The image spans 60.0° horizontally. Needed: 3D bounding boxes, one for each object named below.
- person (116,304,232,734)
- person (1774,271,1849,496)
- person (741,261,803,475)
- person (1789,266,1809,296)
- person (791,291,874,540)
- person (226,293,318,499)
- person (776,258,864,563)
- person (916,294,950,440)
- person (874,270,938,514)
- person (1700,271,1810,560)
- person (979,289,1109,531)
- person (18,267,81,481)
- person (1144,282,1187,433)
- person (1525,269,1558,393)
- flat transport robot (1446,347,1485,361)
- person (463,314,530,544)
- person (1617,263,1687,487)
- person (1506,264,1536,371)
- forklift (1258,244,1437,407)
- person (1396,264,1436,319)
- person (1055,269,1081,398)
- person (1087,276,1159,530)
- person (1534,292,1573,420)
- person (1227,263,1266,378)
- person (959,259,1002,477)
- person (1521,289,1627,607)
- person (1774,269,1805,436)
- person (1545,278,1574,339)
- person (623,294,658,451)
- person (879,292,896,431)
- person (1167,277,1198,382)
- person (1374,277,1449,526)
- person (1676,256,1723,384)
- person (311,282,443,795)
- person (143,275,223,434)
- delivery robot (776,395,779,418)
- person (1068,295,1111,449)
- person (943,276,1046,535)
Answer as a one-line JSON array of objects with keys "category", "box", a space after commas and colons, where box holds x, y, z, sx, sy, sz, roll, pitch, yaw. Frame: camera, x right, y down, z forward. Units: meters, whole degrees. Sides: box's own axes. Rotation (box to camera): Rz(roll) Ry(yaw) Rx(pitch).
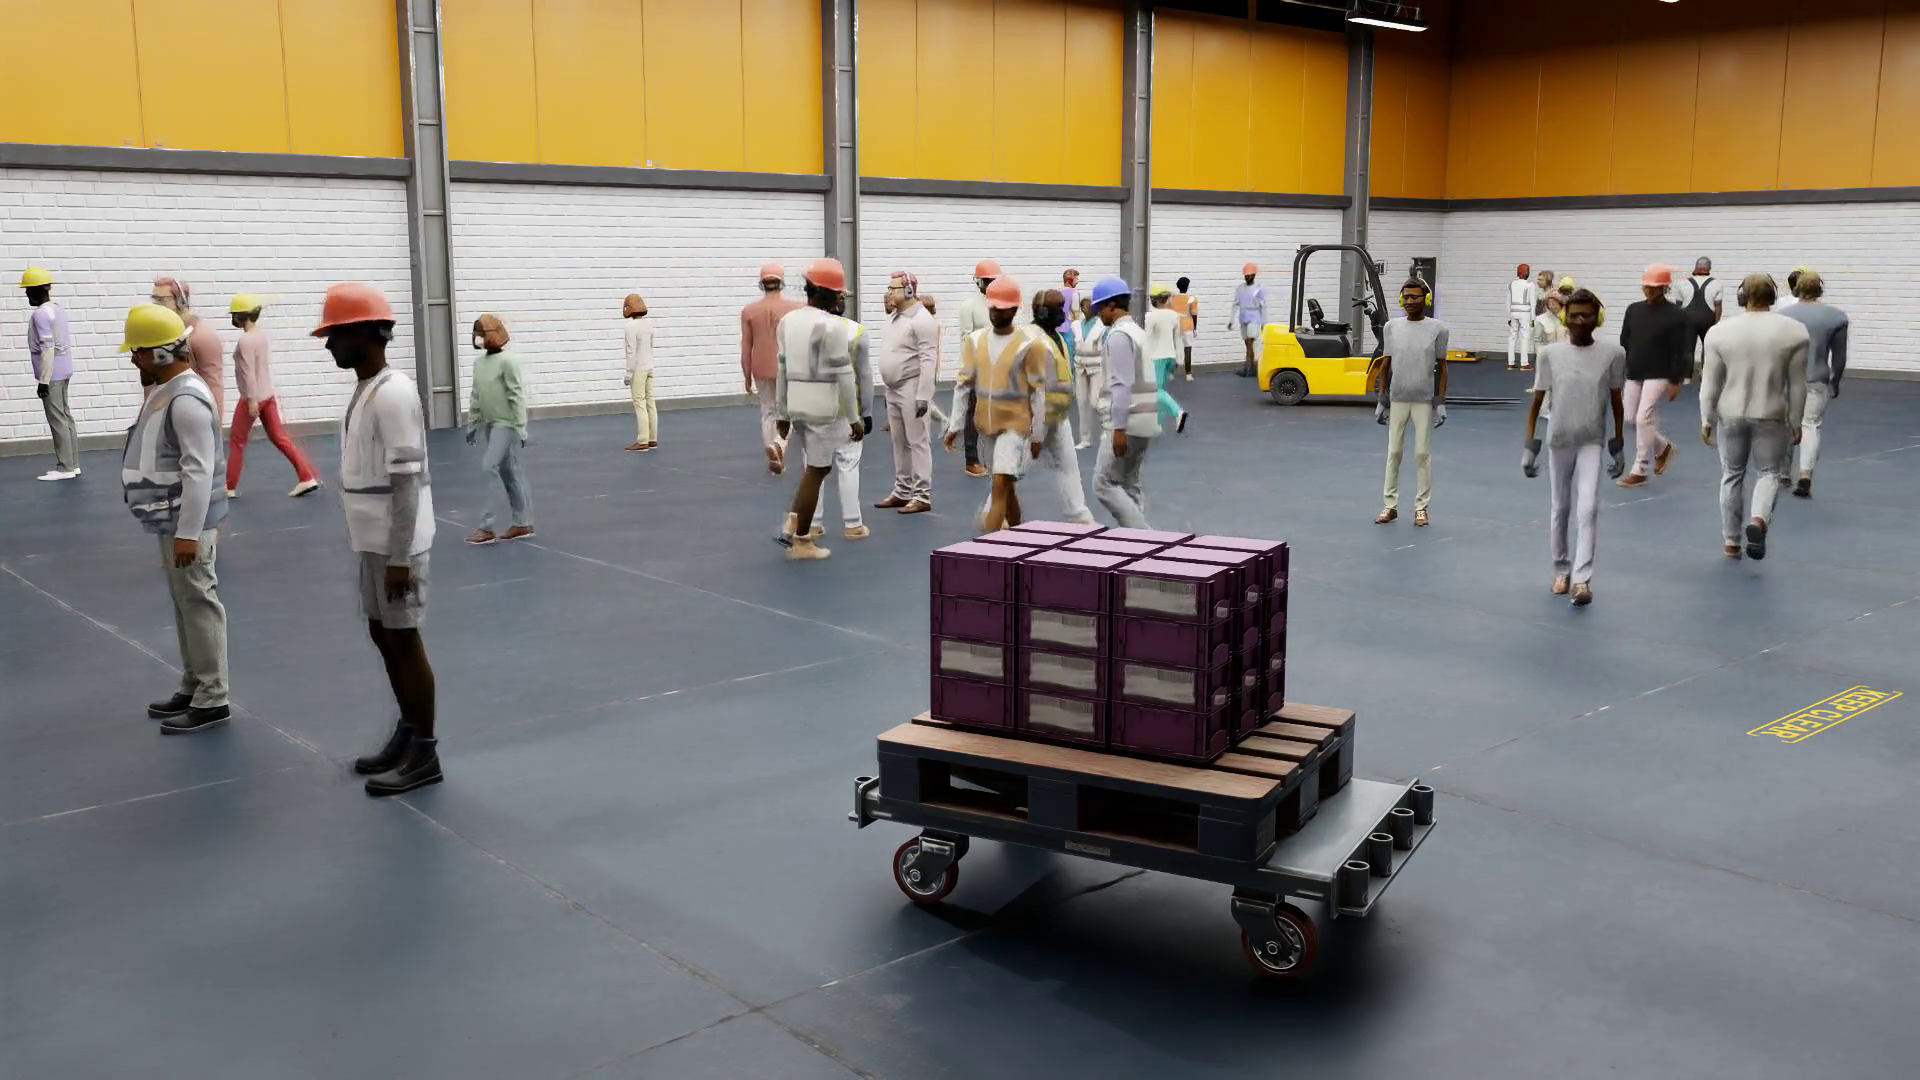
[{"category": "person", "box": [-3.345, -0.090, 7.109, 0.403, 1.822, 0.588, -6, 11, -31]}, {"category": "person", "box": [7.202, -1.338, 14.204, 0.631, 1.908, 0.934, 5, 11, 26]}, {"category": "person", "box": [-1.698, -1.546, 15.156, 0.632, 1.976, 0.714, 1, 10, 8]}, {"category": "person", "box": [12.228, -3.039, 24.239, 0.610, 1.872, 1.010, -5, 11, -27]}, {"category": "person", "box": [-0.916, -0.917, 11.895, 0.634, 1.839, 0.429, 2, 10, 12]}, {"category": "person", "box": [-5.852, -1.191, 13.869, 0.920, 1.725, 0.537, 0, 10, -1]}, {"category": "person", "box": [-0.950, -0.839, 10.959, 0.488, 2.010, 0.618, -8, 13, -40]}, {"category": "person", "box": [-0.335, -1.798, 17.661, 0.519, 1.623, 0.531, -5, 11, -25]}, {"category": "person", "box": [-0.438, -1.164, 13.148, 0.399, 1.910, 0.643, -6, 11, -30]}, {"category": "person", "box": [5.183, -0.791, 10.904, 0.643, 1.925, 0.660, 4, 11, 24]}, {"category": "person", "box": [0.578, -0.925, 12.093, 0.964, 1.798, 0.647, 4, 11, 24]}, {"category": "person", "box": [-8.236, -1.495, 15.034, 0.380, 1.922, 0.593, -2, 10, -14]}, {"category": "person", "box": [2.345, -2.063, 18.920, 0.528, 1.743, 0.722, -8, 13, -39]}, {"category": "person", "box": [8.643, -3.057, 24.459, 0.496, 1.827, 0.515, -1, 10, -6]}, {"category": "flat transport robot", "box": [9.735, -3.597, 32.175, 0.652, 0.197, 1.431, 4, 11, 24]}, {"category": "person", "box": [-3.336, -0.772, 11.690, 0.700, 1.606, 0.533, -9, 13, -44]}, {"category": "person", "box": [6.127, -1.457, 14.680, 0.672, 1.967, 0.630, -5, 11, -28]}, {"category": "person", "box": [9.959, -3.945, 29.495, 0.355, 1.884, 0.575, -8, 12, -37]}, {"category": "forklift", "box": [5.256, -2.933, 22.661, 2.313, 2.155, 1.214, 3, 10, 16]}, {"category": "person", "box": [6.818, -3.182, 24.912, 0.632, 1.924, 0.496, -5, 11, -27]}, {"category": "person", "box": [1.521, -2.930, 23.688, 0.388, 1.837, 0.564, -6, 12, -33]}, {"category": "person", "box": [1.018, -0.699, 10.454, 0.543, 1.896, 0.662, 4, 10, 20]}, {"category": "person", "box": [7.236, -2.212, 20.205, 0.524, 1.589, 0.725, 3, 10, 18]}, {"category": "person", "box": [4.762, -3.646, 27.725, 0.570, 1.891, 0.957, 9, 13, 42]}, {"category": "person", "box": [0.247, -1.588, 15.372, 0.380, 1.994, 0.618, 9, 13, 41]}, {"category": "person", "box": [3.570, -0.528, 9.674, 0.571, 1.816, 0.940, 4, 10, 21]}, {"category": "person", "box": [9.386, -2.104, 18.753, 0.316, 1.871, 0.531, -4, 11, -23]}, {"category": "person", "box": [8.328, -2.750, 22.973, 0.542, 1.713, 0.921, 3, 10, 17]}, {"category": "person", "box": [-3.344, -1.739, 17.312, 0.285, 1.631, 0.501, 3, 10, 18]}, {"category": "person", "box": [-0.685, -2.050, 19.175, 0.451, 1.613, 0.516, -3, 10, -17]}, {"category": "person", "box": [3.584, -3.398, 26.872, 0.532, 1.691, 0.321, 4, 11, 23]}, {"category": "person", "box": [3.393, -1.031, 12.506, 0.533, 1.860, 0.315, 5, 11, 26]}, {"category": "person", "box": [11.647, -3.467, 26.236, 0.688, 2.000, 0.536, 5, 11, 28]}, {"category": "person", "box": [-2.175, 0.002, 6.304, 0.400, 1.920, 0.585, -6, 11, -32]}, {"category": "person", "box": [-5.155, -0.788, 10.980, 0.657, 1.910, 0.409, 6, 11, 30]}, {"category": "delivery robot", "box": [-1.854, -1.586, 19.296, 0.477, 0.478, 0.707, 9, 13, 43]}, {"category": "person", "box": [1.382, -1.749, 17.411, 0.508, 1.627, 0.404, 7, 12, 37]}, {"category": "person", "box": [0.203, -0.705, 10.499, 0.562, 1.880, 1.008, 7, 12, 34]}]
